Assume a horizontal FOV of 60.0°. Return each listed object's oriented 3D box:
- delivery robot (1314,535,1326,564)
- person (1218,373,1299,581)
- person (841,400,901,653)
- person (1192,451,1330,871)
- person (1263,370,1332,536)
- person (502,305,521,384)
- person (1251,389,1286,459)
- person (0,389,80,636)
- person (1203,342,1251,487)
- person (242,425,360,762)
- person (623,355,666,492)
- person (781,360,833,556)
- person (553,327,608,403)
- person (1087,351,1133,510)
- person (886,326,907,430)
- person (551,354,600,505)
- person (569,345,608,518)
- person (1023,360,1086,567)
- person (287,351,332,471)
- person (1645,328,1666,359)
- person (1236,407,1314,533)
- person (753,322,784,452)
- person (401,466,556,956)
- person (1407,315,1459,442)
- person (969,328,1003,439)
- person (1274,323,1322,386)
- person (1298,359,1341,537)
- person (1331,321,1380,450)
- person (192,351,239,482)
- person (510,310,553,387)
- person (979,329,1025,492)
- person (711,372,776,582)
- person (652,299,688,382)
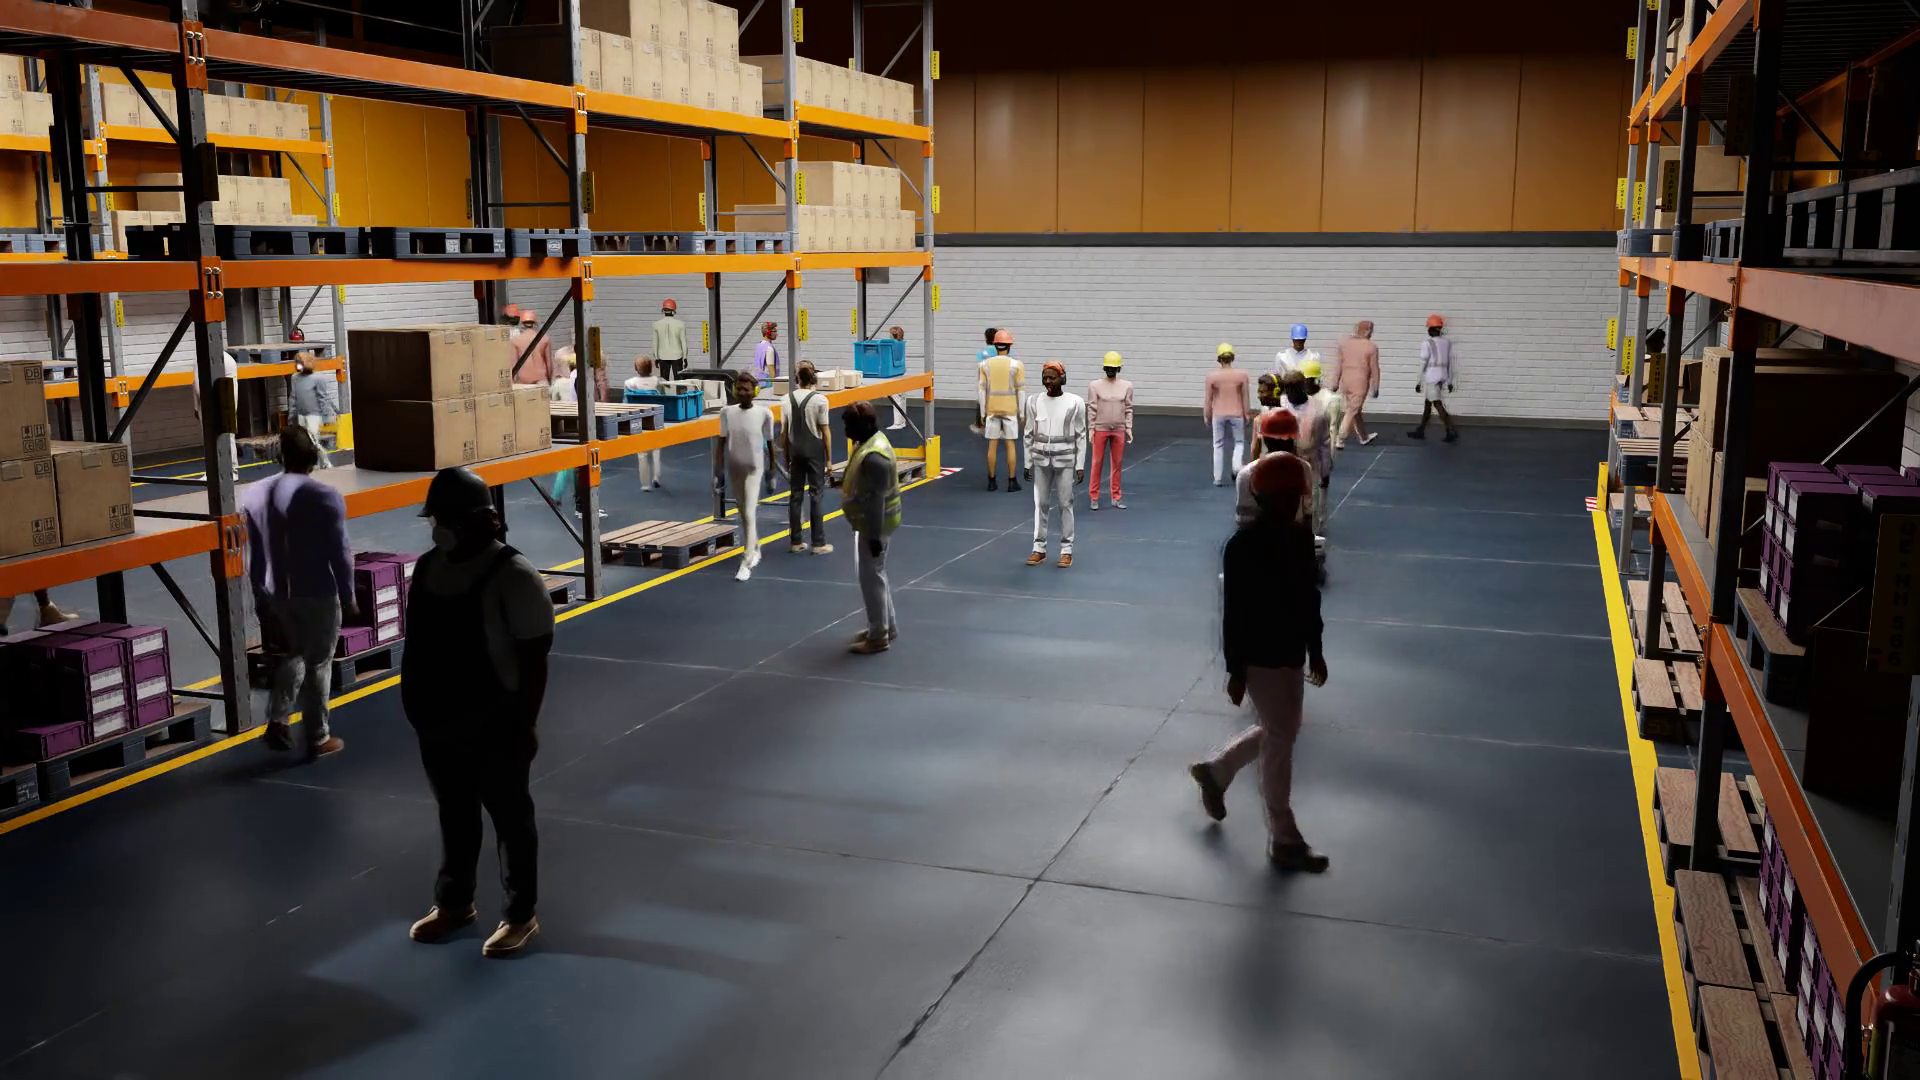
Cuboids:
[{"bbox_3d":[2.880,0.036,14.538,0.477,0.478,0.707,-4,11,-22],"label":"delivery robot"},{"bbox_3d":[2.577,-0.502,14.223,0.893,1.832,0.486,-2,10,-12],"label":"person"},{"bbox_3d":[-0.622,-0.097,11.986,0.464,1.823,0.667,-2,10,-9],"label":"person"},{"bbox_3d":[1.452,0.537,7.984,0.839,1.973,0.615,10,14,43],"label":"person"},{"bbox_3d":[3.040,-0.635,15.054,0.642,1.807,0.478,2,10,11],"label":"person"},{"bbox_3d":[-7.222,-2.761,26.570,1.082,1.985,0.599,-7,12,-36],"label":"person"},{"bbox_3d":[2.915,-0.600,15.324,0.517,1.639,0.314,8,13,38],"label":"person"},{"bbox_3d":[-7.016,-0.268,12.406,0.616,2.024,0.793,4,11,22],"label":"person"},{"bbox_3d":[3.218,-1.498,20.046,0.576,1.756,0.456,1,10,8],"label":"person"},{"bbox_3d":[-3.698,0.311,9.420,0.628,1.926,0.431,3,11,18],"label":"person"},{"bbox_3d":[-3.747,-1.391,19.804,0.547,1.619,0.458,-4,11,-20],"label":"person"},{"bbox_3d":[-1.450,-0.773,15.751,0.537,1.845,0.381,4,11,23],"label":"person"},{"bbox_3d":[-4.959,-1.816,21.518,0.850,1.881,0.543,0,10,3],"label":"person"},{"bbox_3d":[1.664,-1.206,18.398,0.523,1.763,0.329,-2,10,-11],"label":"person"},{"bbox_3d":[-0.996,-2.574,26.433,0.308,1.645,0.514,3,10,14],"label":"person"},{"bbox_3d":[-4.434,-1.262,18.849,0.536,1.719,0.806,6,12,31],"label":"person"},{"bbox_3d":[-4.035,-1.191,17.869,0.392,1.920,0.587,-3,11,-16],"label":"person"},{"bbox_3d":[0.854,-0.690,15.149,0.585,1.882,0.340,4,11,21],"label":"person"},{"bbox_3d":[-8.081,-1.525,20.600,0.505,1.618,0.333,5,11,25],"label":"person"},{"bbox_3d":[8.073,-1.507,19.516,0.367,1.966,0.607,-4,11,-20],"label":"person"},{"bbox_3d":[1.994,0.102,10.585,0.562,1.918,0.465,-4,11,-22],"label":"person"},{"bbox_3d":[-2.724,-2.162,23.543,0.390,1.846,0.564,-5,11,-25],"label":"person"},{"bbox_3d":[-2.031,0.702,6.864,0.681,2.000,0.536,5,11,28],"label":"person"},{"bbox_3d":[7.126,-2.406,24.827,0.553,1.892,0.994,-6,12,-32],"label":"person"},{"bbox_3d":[0.444,-2.387,25.318,0.554,1.650,0.847,-5,11,-25],"label":"person"},{"bbox_3d":[4.263,-1.773,21.094,0.611,1.938,0.413,2,10,11],"label":"person"},{"bbox_3d":[3.484,-0.888,16.461,0.463,1.812,0.616,-9,14,-42],"label":"person"},{"bbox_3d":[5.714,-2.220,23.896,1.036,1.840,0.696,-8,13,-38],"label":"person"},{"bbox_3d":[-9.170,-1.637,20.416,0.652,1.906,0.402,4,11,23],"label":"person"},{"bbox_3d":[-6.358,-2.413,24.650,0.631,1.948,0.960,-4,11,-21],"label":"person"},{"bbox_3d":[0.507,-1.537,19.771,0.551,1.932,0.378,2,10,13],"label":"person"},{"bbox_3d":[-1.907,-0.596,14.815,0.520,1.826,0.994,2,10,12],"label":"person"},{"bbox_3d":[-4.984,-3.148,28.680,0.608,1.995,0.377,1,10,3],"label":"person"}]
